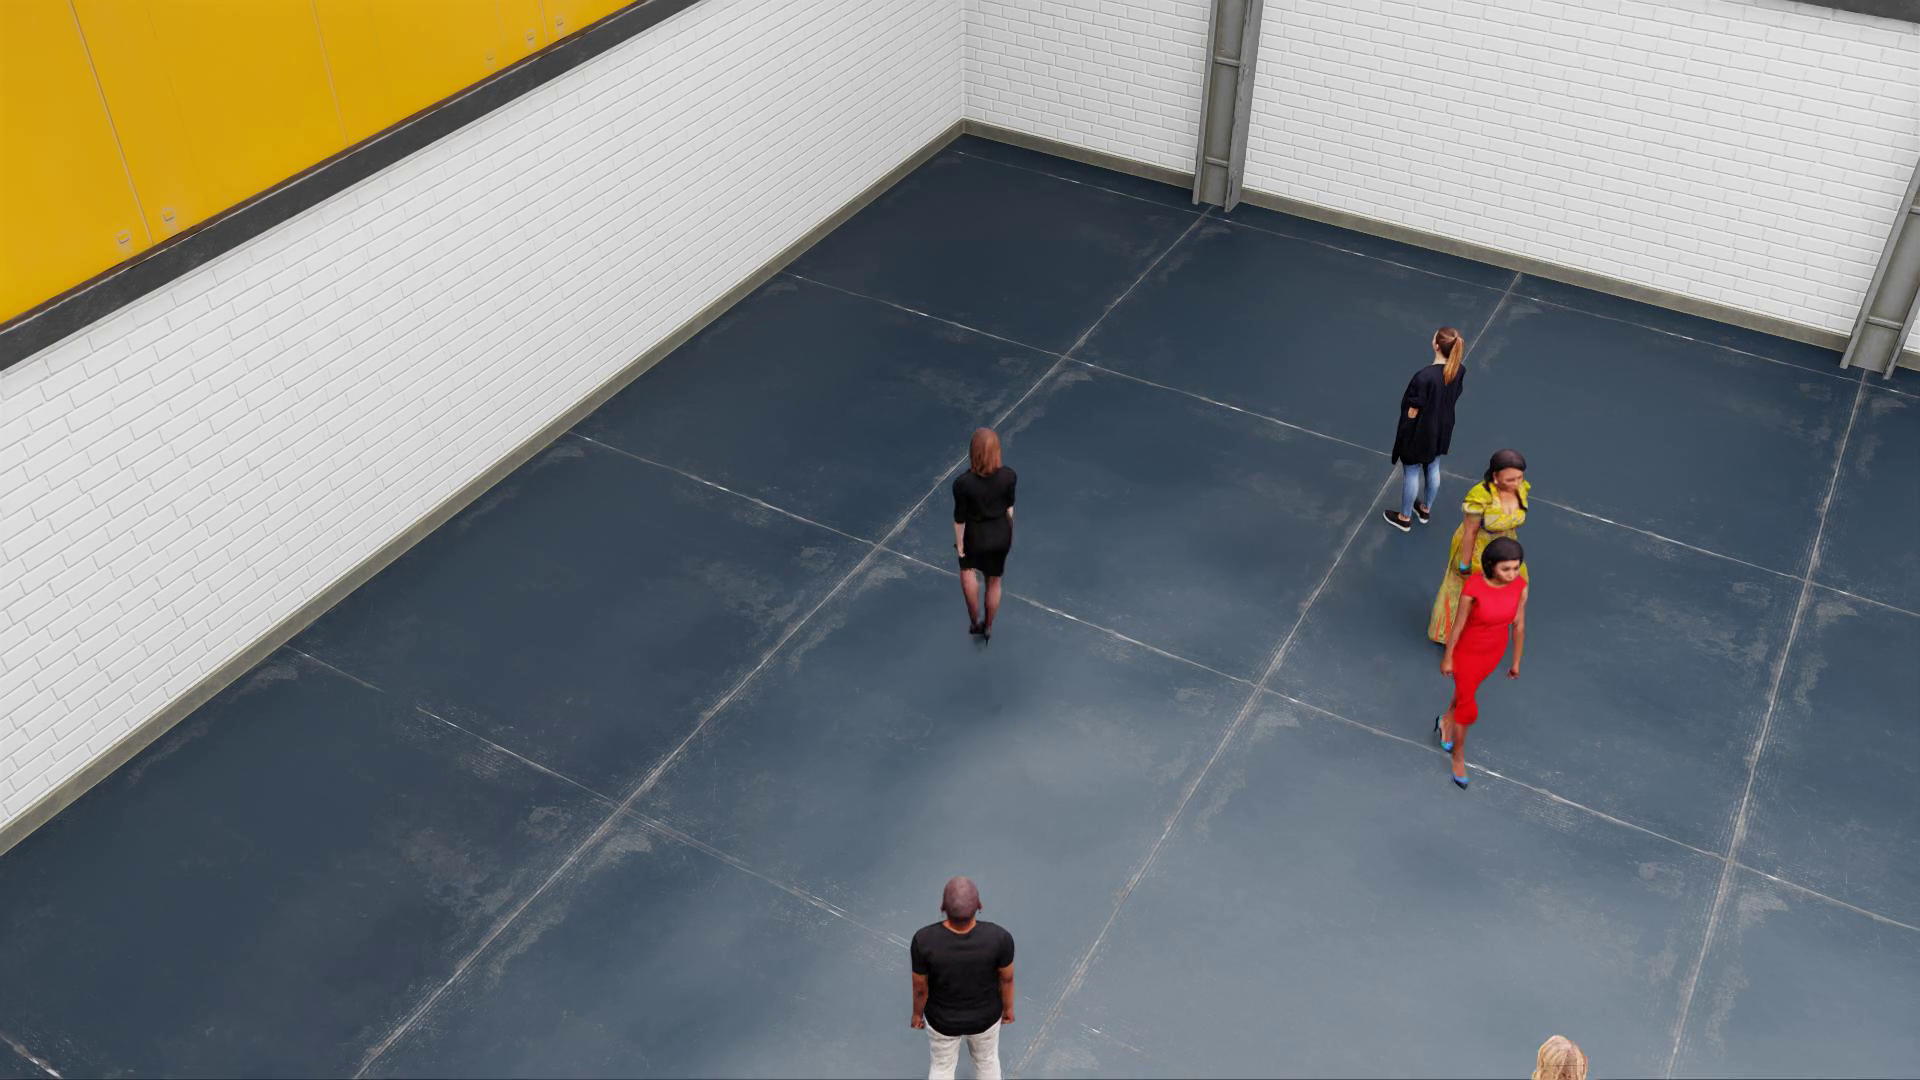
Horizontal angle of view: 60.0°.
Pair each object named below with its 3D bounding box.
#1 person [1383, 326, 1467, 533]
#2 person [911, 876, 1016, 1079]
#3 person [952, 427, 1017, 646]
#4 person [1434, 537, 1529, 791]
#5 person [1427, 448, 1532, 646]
[{"bbox_3d":[3.377,-0.802,11.984,0.720,1.684,0.744,-16,41,-20],"label":"person"},{"bbox_3d":[0.011,2.278,8.032,0.724,1.804,0.820,-3,39,-4],"label":"person"},{"bbox_3d":[0.193,0.046,10.916,0.689,1.693,0.757,-7,39,-9],"label":"person"},{"bbox_3d":[3.115,0.639,10.146,0.847,1.727,0.906,-9,40,-11],"label":"person"},{"bbox_3d":[3.400,0.041,10.960,0.907,1.645,0.933,-18,42,-21],"label":"person"}]
